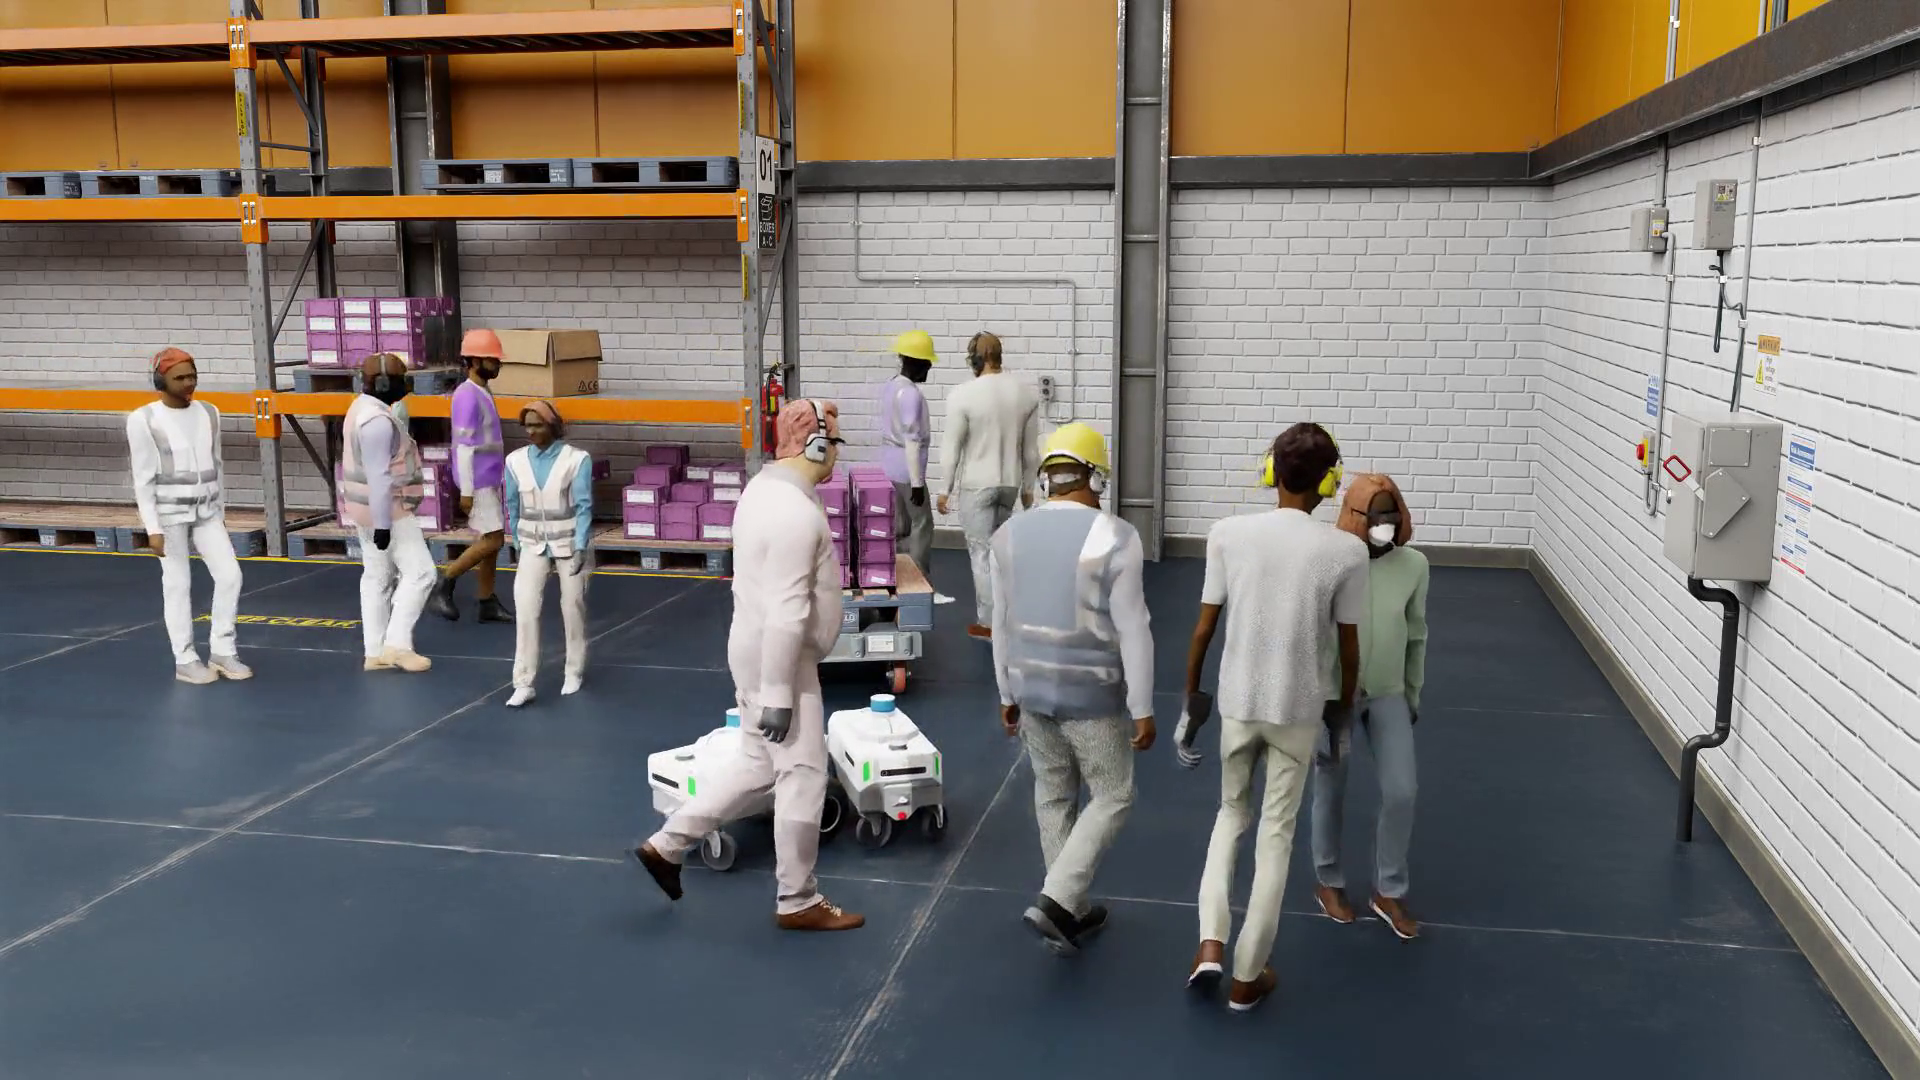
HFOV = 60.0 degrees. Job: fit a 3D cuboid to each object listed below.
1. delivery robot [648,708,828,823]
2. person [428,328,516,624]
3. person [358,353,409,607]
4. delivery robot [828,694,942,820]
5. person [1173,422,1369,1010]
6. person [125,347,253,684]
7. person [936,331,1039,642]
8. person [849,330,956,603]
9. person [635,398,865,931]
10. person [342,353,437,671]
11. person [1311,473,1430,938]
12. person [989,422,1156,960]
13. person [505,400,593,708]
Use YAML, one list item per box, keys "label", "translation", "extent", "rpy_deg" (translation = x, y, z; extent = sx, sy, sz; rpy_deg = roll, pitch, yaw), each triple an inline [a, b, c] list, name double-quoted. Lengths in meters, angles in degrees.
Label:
- label: "delivery robot"
  translation: [-0.875, 0.912, 6.599]
  extent: [0.707, 0.478, 0.477]
  rpy_deg: [-9, 13, -42]
- label: "person"
  translation: [-3.102, -0.385, 10.603]
  extent: [0.531, 1.923, 0.543]
  rpy_deg: [-1, 9, -7]
- label: "person"
  translation: [-3.833, -0.391, 11.223]
  extent: [0.417, 1.730, 0.493]
  rpy_deg: [-2, 10, -13]
- label: "delivery robot"
  translation: [-0.314, 0.877, 6.810]
  extent: [0.477, 0.478, 0.707]
  rpy_deg: [-3, 10, -16]
- label: "person"
  translation: [0.966, 0.552, 5.185]
  extent: [0.556, 1.838, 0.419]
  rpy_deg: [4, 10, 23]
- label: "person"
  translation: [-4.178, -0.111, 9.087]
  extent: [0.588, 1.865, 0.591]
  rpy_deg: [5, 11, 29]
- label: "person"
  translation: [0.171, -0.319, 10.230]
  extent: [0.629, 1.915, 0.429]
  rpy_deg: [-7, 12, -35]
- label: "person"
  translation: [-0.430, -0.471, 11.235]
  extent: [0.745, 1.889, 0.602]
  rpy_deg: [-3, 10, -15]
- label: "person"
  translation: [-0.732, 0.447, 5.738]
  extent: [0.716, 1.874, 0.682]
  rpy_deg: [-2, 10, -13]
- label: "person"
  translation: [-3.229, -0.147, 9.462]
  extent: [0.504, 1.826, 0.631]
  rpy_deg: [-5, 11, -30]
- label: "person"
  translation: [1.403, 0.574, 5.723]
  extent: [0.495, 1.610, 0.577]
  rpy_deg: [-1, 10, -8]
- label: "person"
  translation: [0.362, 0.512, 5.556]
  extent: [0.630, 1.799, 0.556]
  rpy_deg: [7, 11, 35]
- label: "person"
  translation: [-2.174, 0.079, 8.749]
  extent: [0.512, 1.606, 0.753]
  rpy_deg: [1, 9, 6]
